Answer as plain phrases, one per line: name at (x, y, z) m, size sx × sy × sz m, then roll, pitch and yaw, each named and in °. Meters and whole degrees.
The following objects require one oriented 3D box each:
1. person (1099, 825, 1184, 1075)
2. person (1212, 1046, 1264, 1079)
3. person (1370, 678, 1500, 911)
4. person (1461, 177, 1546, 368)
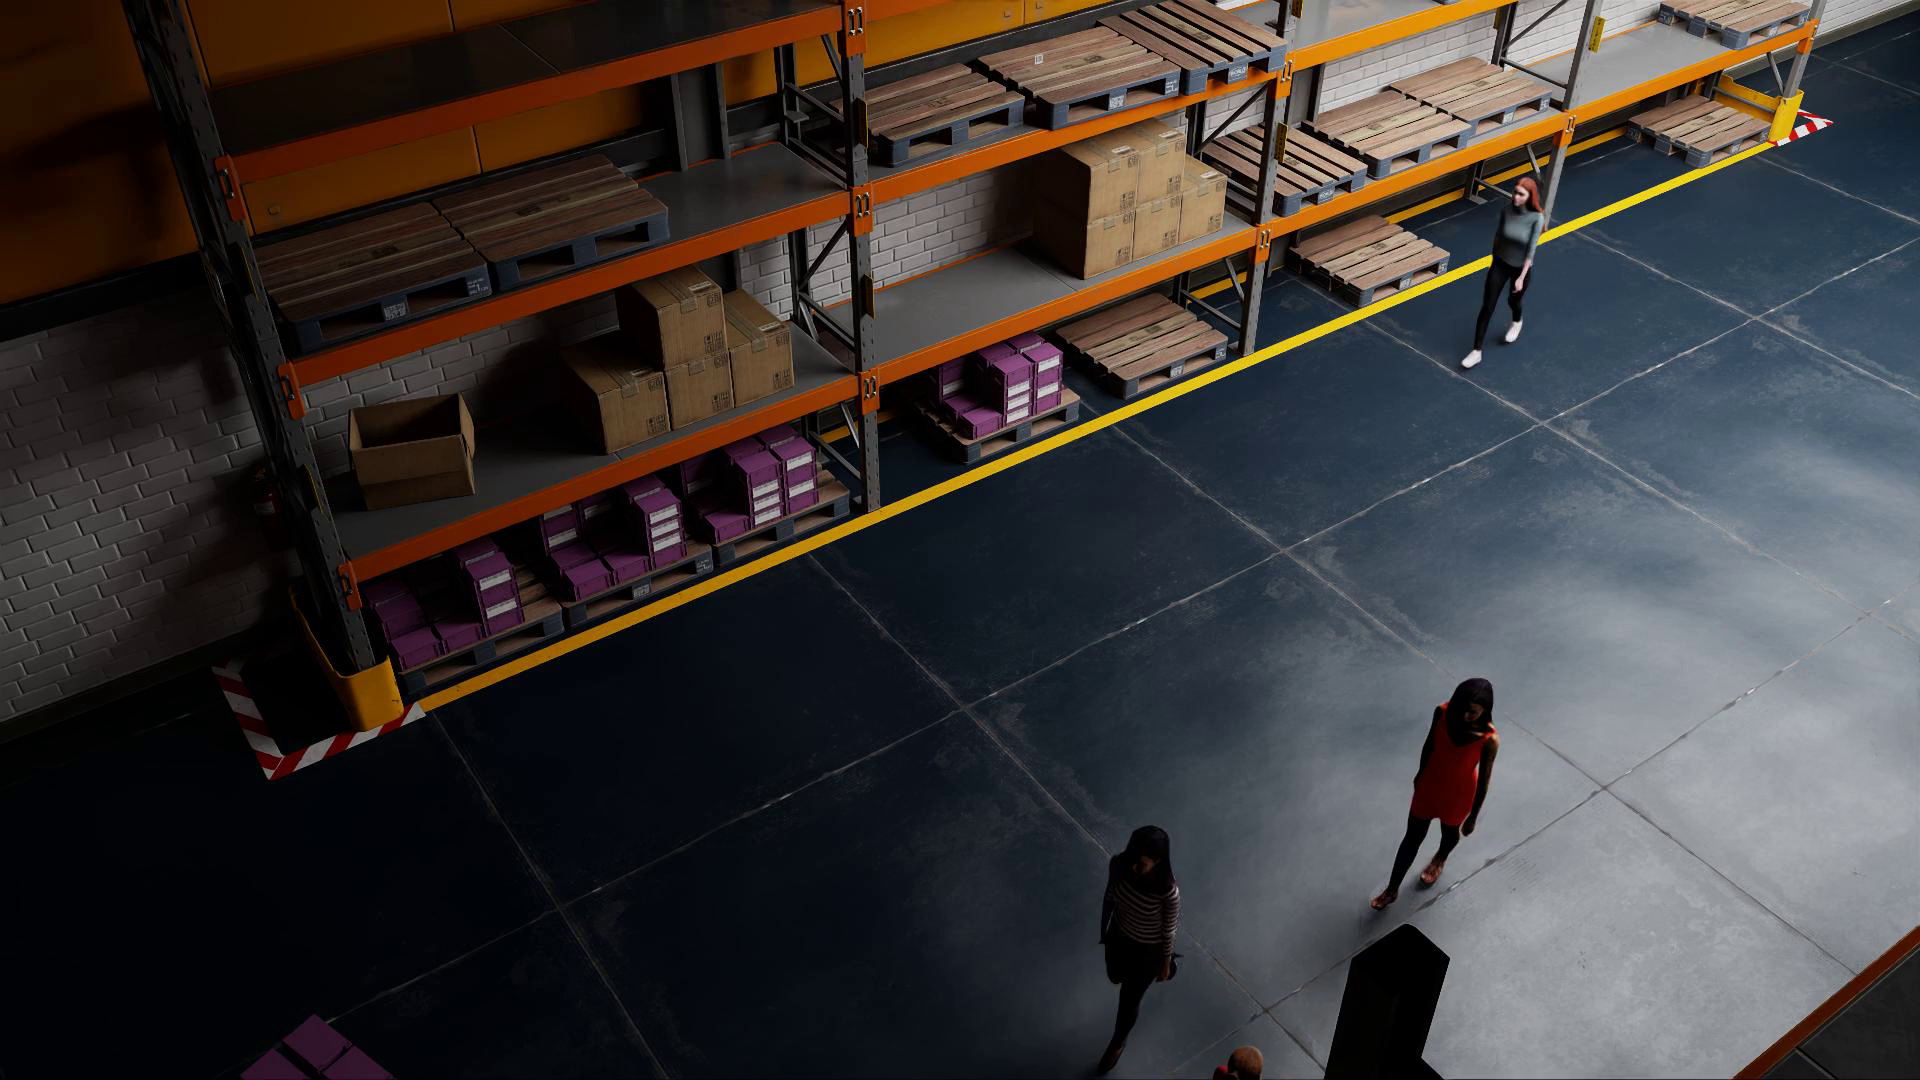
person at (0.983, 2.106, 8.813) m, size 0.753 × 1.776 × 1.033 m, roll 27°, pitch 46°, yaw 30°
person at (1.367, 2.910, 8.203) m, size 0.556 × 1.281 × 0.584 m, roll 25°, pitch 45°, yaw 28°
person at (2.900, 1.423, 9.737) m, size 0.760 × 1.690 × 1.009 m, roll 30°, pitch 47°, yaw 32°
person at (4.833, -2.348, 14.446) m, size 0.751 × 1.706 × 1.179 m, roll 28°, pitch 46°, yaw 31°
